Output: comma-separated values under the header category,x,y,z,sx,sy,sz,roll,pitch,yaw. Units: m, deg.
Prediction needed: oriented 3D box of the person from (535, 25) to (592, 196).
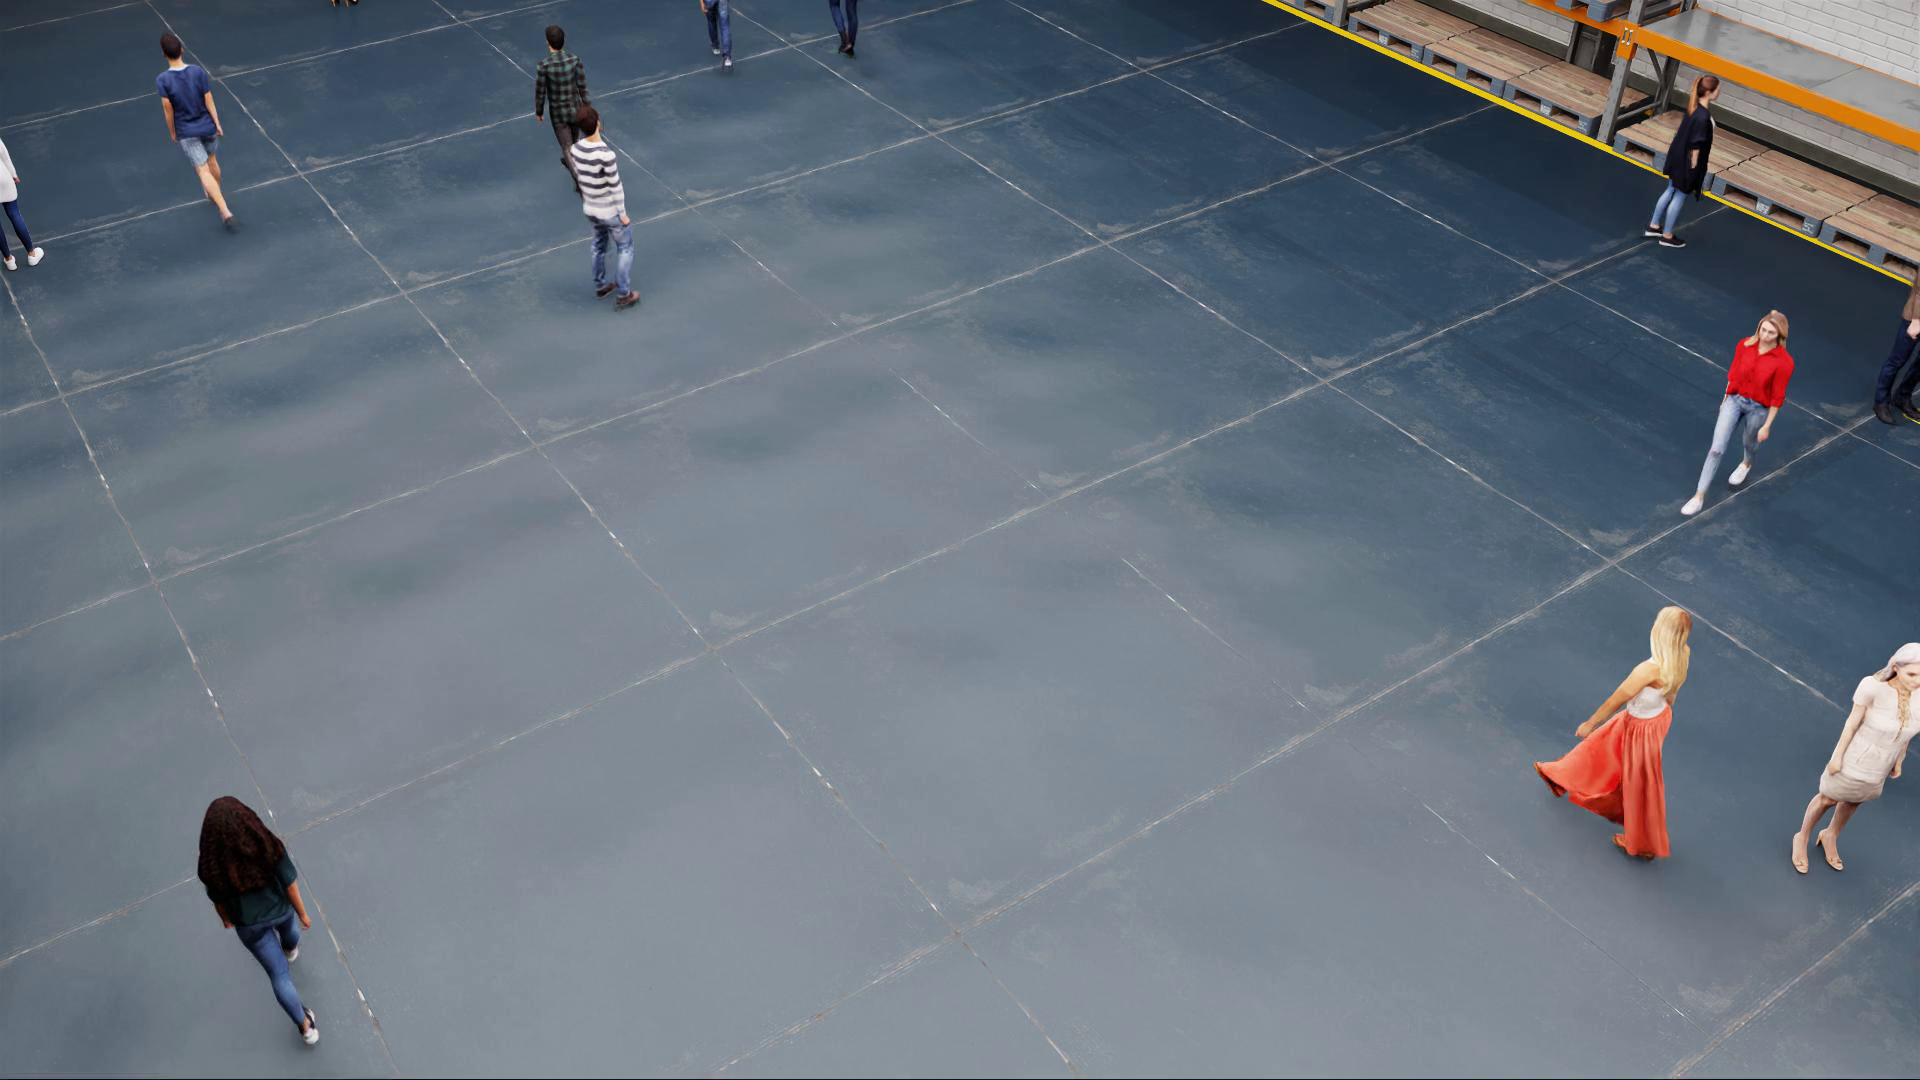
category,x,y,z,sx,sy,sz,roll,pitch,yaw
person,-3.966,-4.290,16.765,0.704,1.672,1.094,-22,44,-25

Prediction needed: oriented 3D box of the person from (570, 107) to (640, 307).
category,x,y,z,sx,sy,sz,roll,pitch,yaw
person,-3.199,-2.947,14.815,0.671,1.837,0.810,26,45,28

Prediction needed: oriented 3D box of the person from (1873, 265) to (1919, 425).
category,x,y,z,sx,sy,sz,roll,pitch,yaw
person,7.778,-1.842,13.391,0.746,1.887,0.739,-8,39,-10

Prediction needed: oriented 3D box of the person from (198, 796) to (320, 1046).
category,x,y,z,sx,sy,sz,roll,pitch,yaw
person,-3.664,2.041,8.782,0.666,1.571,1.089,-19,42,-22

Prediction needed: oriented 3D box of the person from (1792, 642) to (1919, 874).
category,x,y,z,sx,sy,sz,roll,pitch,yaw
person,5.229,1.263,9.625,0.692,1.735,0.716,-2,39,-2

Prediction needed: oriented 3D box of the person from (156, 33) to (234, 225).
category,x,y,z,sx,sy,sz,roll,pitch,yaw
person,-7.353,-3.933,16.065,0.677,1.817,1.138,-28,46,-30

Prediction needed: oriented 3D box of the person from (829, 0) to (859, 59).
category,x,y,z,sx,sy,sz,roll,pitch,yaw
person,-1.285,-6.421,19.245,0.693,1.737,0.731,-15,41,-18

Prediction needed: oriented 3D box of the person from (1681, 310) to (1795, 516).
category,x,y,z,sx,sy,sz,roll,pitch,yaw
person,5.973,-0.996,12.523,0.816,1.649,1.147,-32,48,-33

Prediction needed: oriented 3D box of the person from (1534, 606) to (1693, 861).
category,x,y,z,sx,sy,sz,roll,pitch,yaw
person,4.054,1.194,9.694,0.749,1.757,1.222,-31,48,-33

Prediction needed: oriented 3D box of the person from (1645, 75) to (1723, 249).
category,x,y,z,sx,sy,sz,roll,pitch,yaw
person,6.859,-3.602,15.757,0.789,1.685,0.719,4,39,6

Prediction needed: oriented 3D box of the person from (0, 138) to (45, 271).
category,x,y,z,sx,sy,sz,roll,pitch,yaw
person,-8.974,-3.344,15.360,0.659,1.776,0.596,-15,41,-18

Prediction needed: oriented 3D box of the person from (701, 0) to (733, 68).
category,x,y,z,sx,sy,sz,roll,pitch,yaw
person,-2.788,-6.200,19.137,0.846,1.527,1.152,-7,39,-8
